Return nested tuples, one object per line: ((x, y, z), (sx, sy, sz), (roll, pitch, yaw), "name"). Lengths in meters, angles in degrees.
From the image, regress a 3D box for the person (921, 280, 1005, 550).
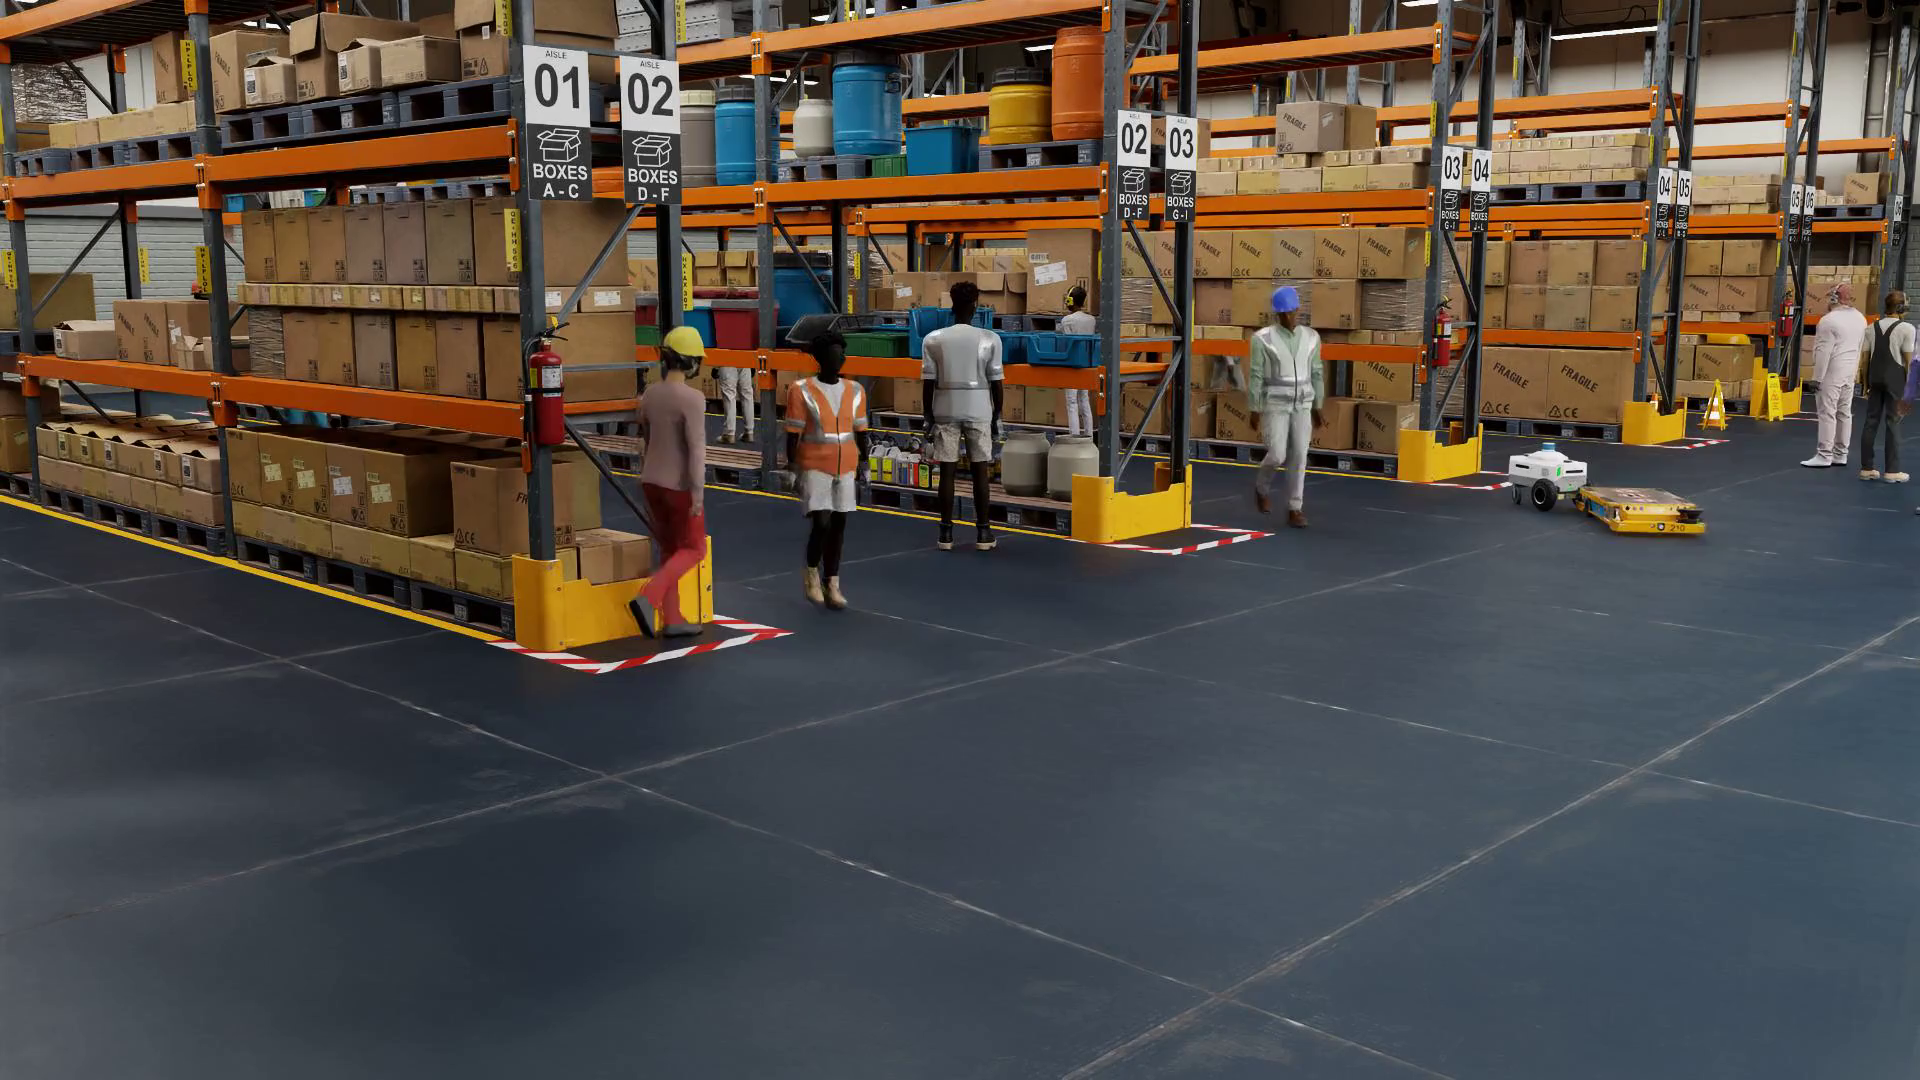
((0.023, -0.914, 12.210), (0.612, 1.963, 0.363), (1, 9, 5), "person")

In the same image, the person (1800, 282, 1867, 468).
((9.057, -1.699, 17.258), (0.649, 1.920, 0.415), (-5, 11, -29), "person")

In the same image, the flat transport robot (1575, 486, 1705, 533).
((5.501, -0.258, 13.507), (0.652, 0.197, 1.431), (1, 9, 8), "flat transport robot")

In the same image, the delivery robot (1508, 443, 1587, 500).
((5.110, -0.605, 14.477), (0.477, 0.478, 0.707), (-3, 10, -19), "delivery robot")

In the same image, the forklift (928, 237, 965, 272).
((-0.326, -5.817, 39.609), (1.129, 2.768, 1.873), (9, 13, 43), "forklift")

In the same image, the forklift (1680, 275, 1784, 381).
((12.480, -3.427, 27.053), (1.214, 2.155, 2.313), (9, 13, 43), "forklift")

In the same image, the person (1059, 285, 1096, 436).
((1.263, -1.826, 18.118), (0.531, 1.864, 0.310), (-9, 13, -43), "person")

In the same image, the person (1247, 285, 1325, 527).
((2.595, -1.076, 13.341), (0.620, 1.919, 0.541), (-3, 10, -15), "person")

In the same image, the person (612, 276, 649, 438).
((-4.008, -2.193, 19.976), (0.623, 1.989, 0.399), (-7, 12, -38), "person")

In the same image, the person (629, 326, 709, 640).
((-1.604, -0.290, 9.067), (0.550, 1.745, 0.557), (8, 12, 41), "person")

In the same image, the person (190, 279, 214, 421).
((-9.214, -2.215, 20.310), (0.697, 1.916, 0.557), (9, 13, 43), "person")

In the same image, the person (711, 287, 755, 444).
((-2.684, -2.070, 19.692), (0.629, 1.840, 0.429), (-8, 12, -41), "person")

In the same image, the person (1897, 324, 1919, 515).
((8.121, -1.188, 13.734), (0.483, 2.020, 0.650), (-2, 10, -15), "person")

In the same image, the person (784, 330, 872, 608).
((-0.780, -0.419, 10.011), (0.555, 1.682, 0.373), (-6, 11, -33), "person")

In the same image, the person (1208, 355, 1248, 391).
((3.519, -2.318, 21.369), (0.934, 1.778, 0.623), (5, 10, 26), "person")

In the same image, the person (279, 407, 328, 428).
((-6.303, -1.447, 15.923), (0.569, 1.826, 0.452), (-7, 12, -37), "person")

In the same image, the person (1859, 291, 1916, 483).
((9.000, -1.488, 16.124), (0.345, 1.840, 0.504), (-5, 11, -29), "person")

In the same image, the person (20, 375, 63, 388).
((-10.677, -1.886, 19.329), (0.879, 1.577, 0.515), (8, 13, 42), "person")
